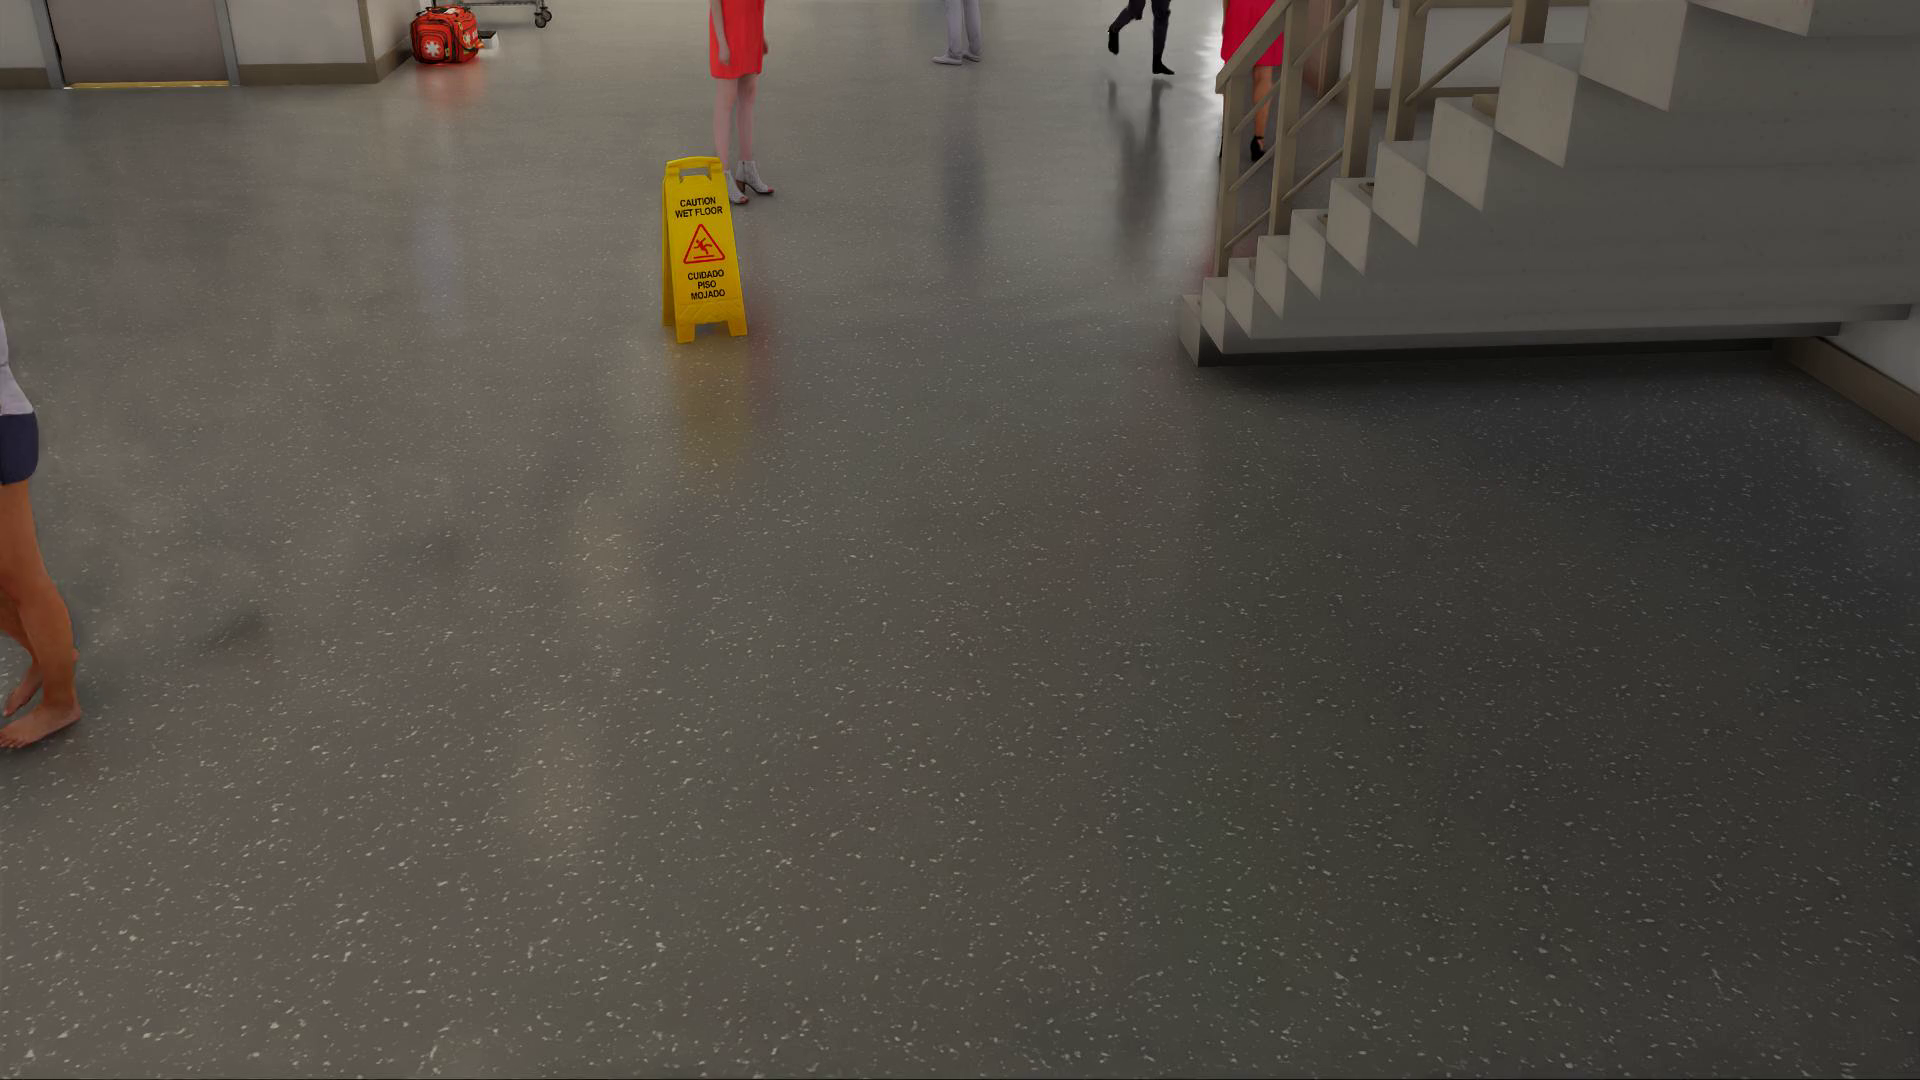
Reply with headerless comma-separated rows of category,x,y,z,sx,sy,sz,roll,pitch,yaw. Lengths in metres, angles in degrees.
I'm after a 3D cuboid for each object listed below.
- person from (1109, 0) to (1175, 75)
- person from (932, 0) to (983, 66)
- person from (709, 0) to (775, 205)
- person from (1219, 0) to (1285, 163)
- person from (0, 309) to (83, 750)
person,1.467,-4.566,13.041,0.873,1.761,1.064,-16,30,-30
person,0.015,-4.826,13.434,0.787,1.888,0.740,22,33,38
person,-1.268,-2.851,9.409,0.734,1.826,0.629,13,29,25
person,1.826,-3.241,10.338,0.653,1.723,0.666,9,27,18
person,-2.430,-0.285,4.206,0.713,1.724,0.761,17,31,32
